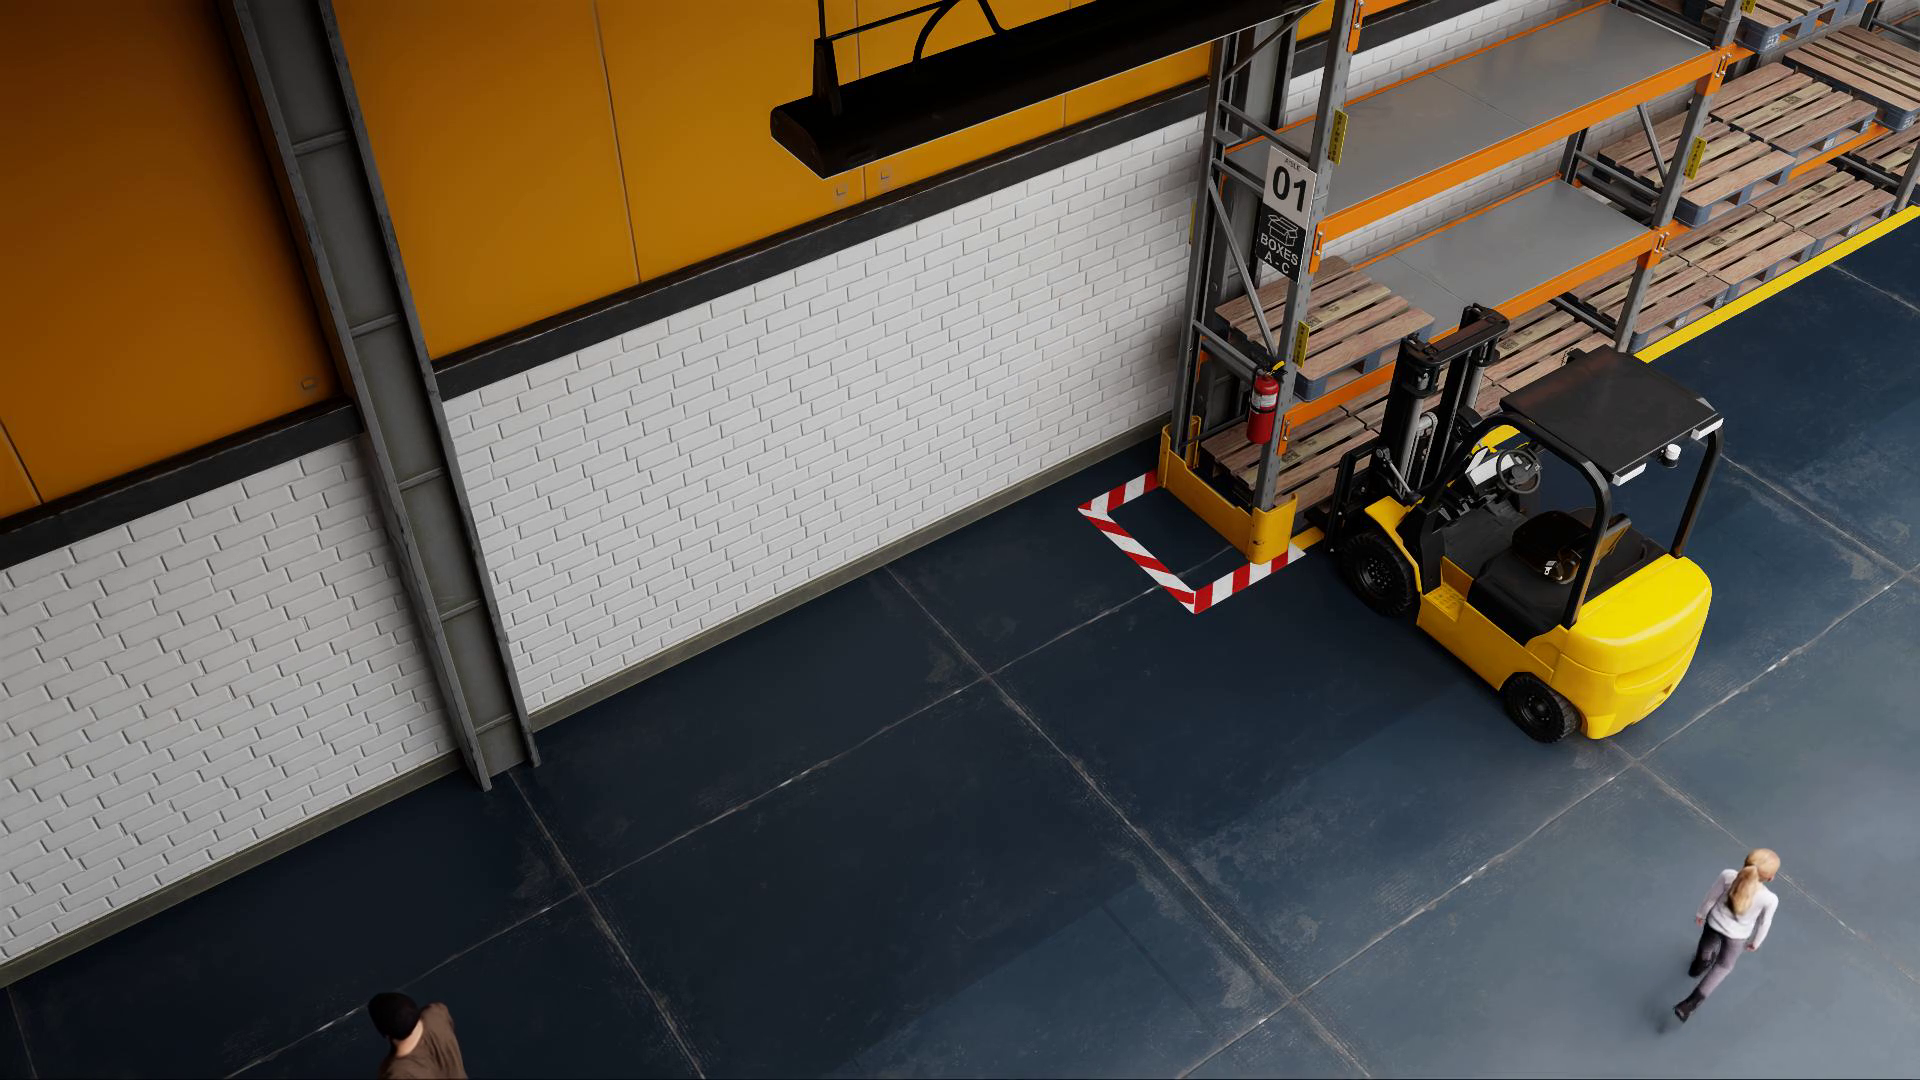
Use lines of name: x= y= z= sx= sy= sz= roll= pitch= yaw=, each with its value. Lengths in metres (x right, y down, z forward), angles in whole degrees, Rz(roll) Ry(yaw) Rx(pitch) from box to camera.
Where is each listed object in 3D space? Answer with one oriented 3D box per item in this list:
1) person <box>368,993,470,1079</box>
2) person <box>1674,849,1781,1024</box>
person: x=-2.513 y=2.715 z=8.003 sx=0.803 sy=1.888 sz=0.727 roll=10 pitch=45 yaw=11
person: x=4.156 y=2.142 z=9.058 sx=0.883 sy=1.261 sz=0.578 roll=-33 pitch=53 yaw=-30
